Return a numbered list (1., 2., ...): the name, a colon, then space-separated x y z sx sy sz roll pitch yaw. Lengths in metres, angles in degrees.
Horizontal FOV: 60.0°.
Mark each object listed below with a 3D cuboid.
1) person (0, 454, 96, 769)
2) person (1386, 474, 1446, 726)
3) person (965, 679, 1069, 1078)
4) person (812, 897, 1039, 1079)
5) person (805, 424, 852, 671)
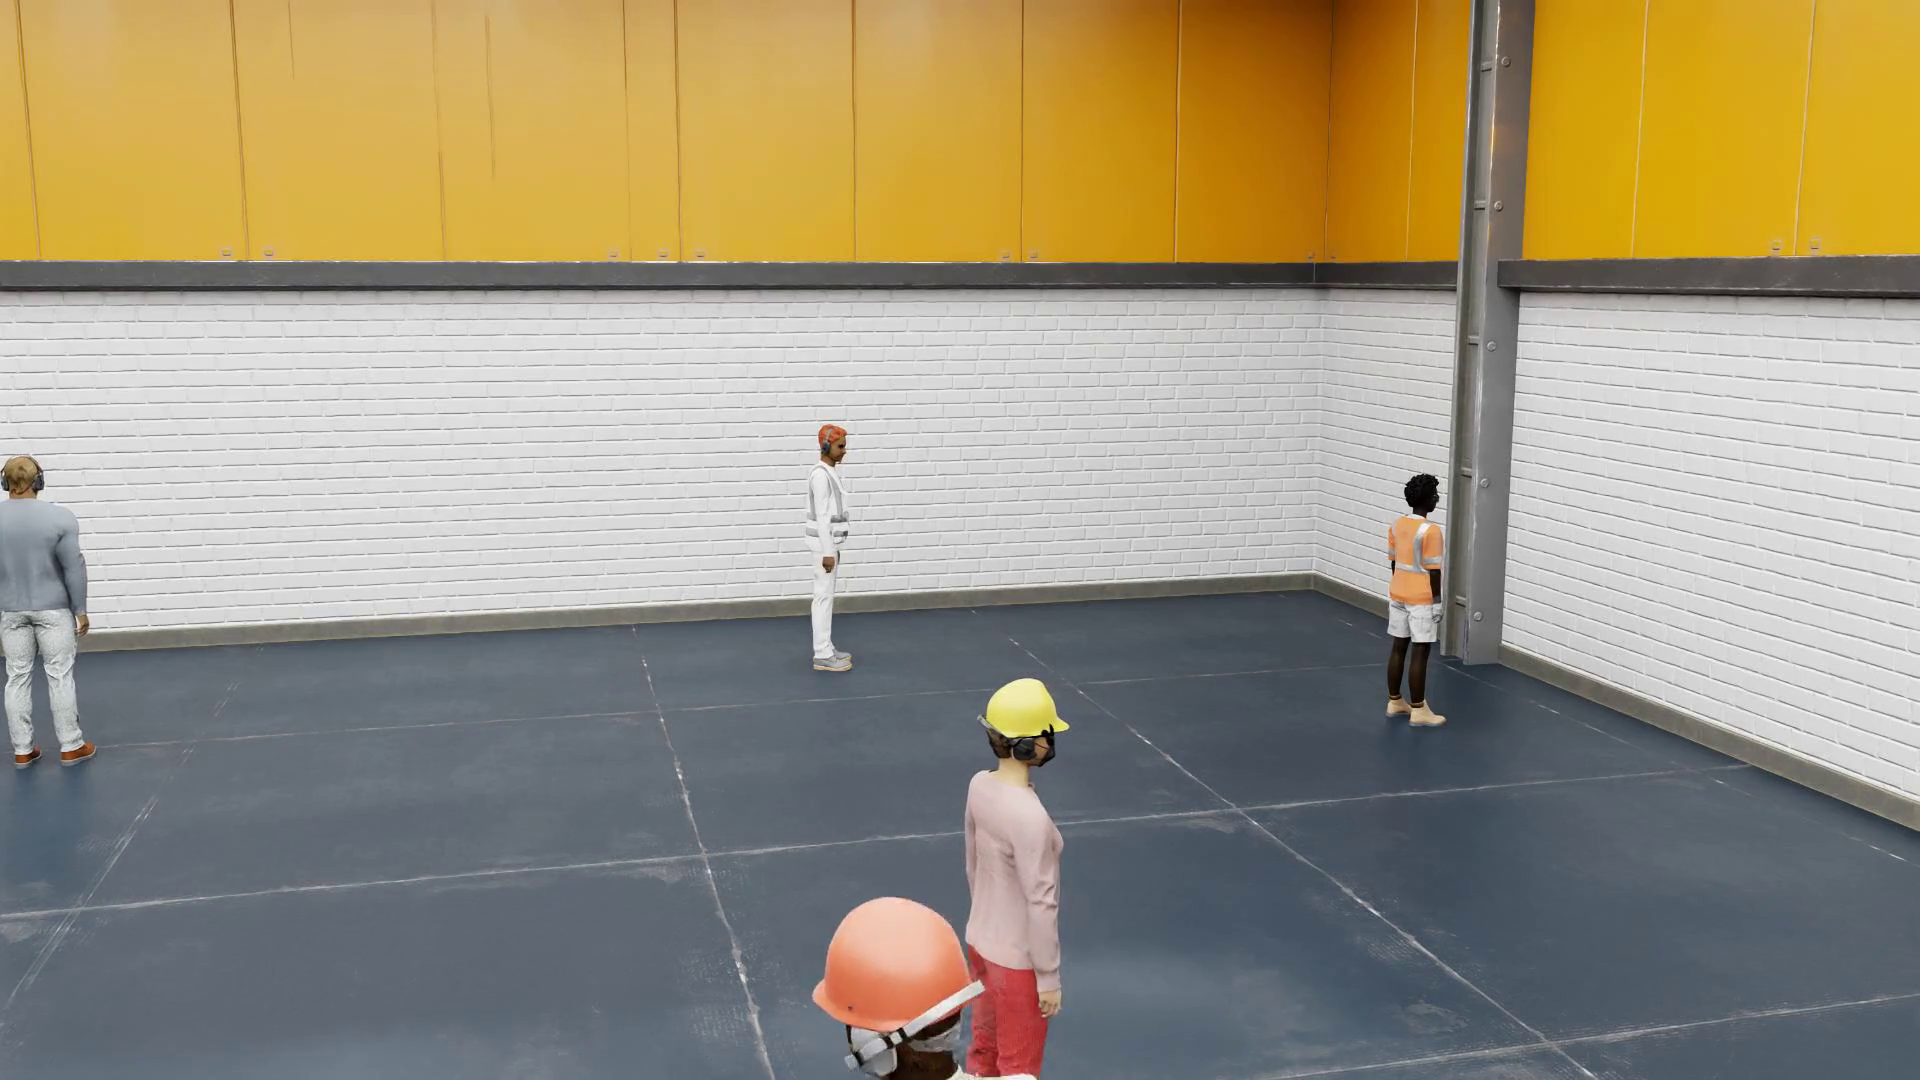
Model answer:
1. person: -5.668 0.440 10.195 0.632 1.940 0.372 -2 9 -9
2. person: 3.077 0.398 11.205 0.319 1.697 0.532 -3 10 -19
3. person: 0.186 1.309 5.302 0.316 1.769 0.523 -4 10 -22
4. person: -0.076 1.585 2.930 0.419 1.976 0.611 8 12 40
5. person: -1.008 0.052 12.775 0.353 1.886 0.573 0 9 -2
